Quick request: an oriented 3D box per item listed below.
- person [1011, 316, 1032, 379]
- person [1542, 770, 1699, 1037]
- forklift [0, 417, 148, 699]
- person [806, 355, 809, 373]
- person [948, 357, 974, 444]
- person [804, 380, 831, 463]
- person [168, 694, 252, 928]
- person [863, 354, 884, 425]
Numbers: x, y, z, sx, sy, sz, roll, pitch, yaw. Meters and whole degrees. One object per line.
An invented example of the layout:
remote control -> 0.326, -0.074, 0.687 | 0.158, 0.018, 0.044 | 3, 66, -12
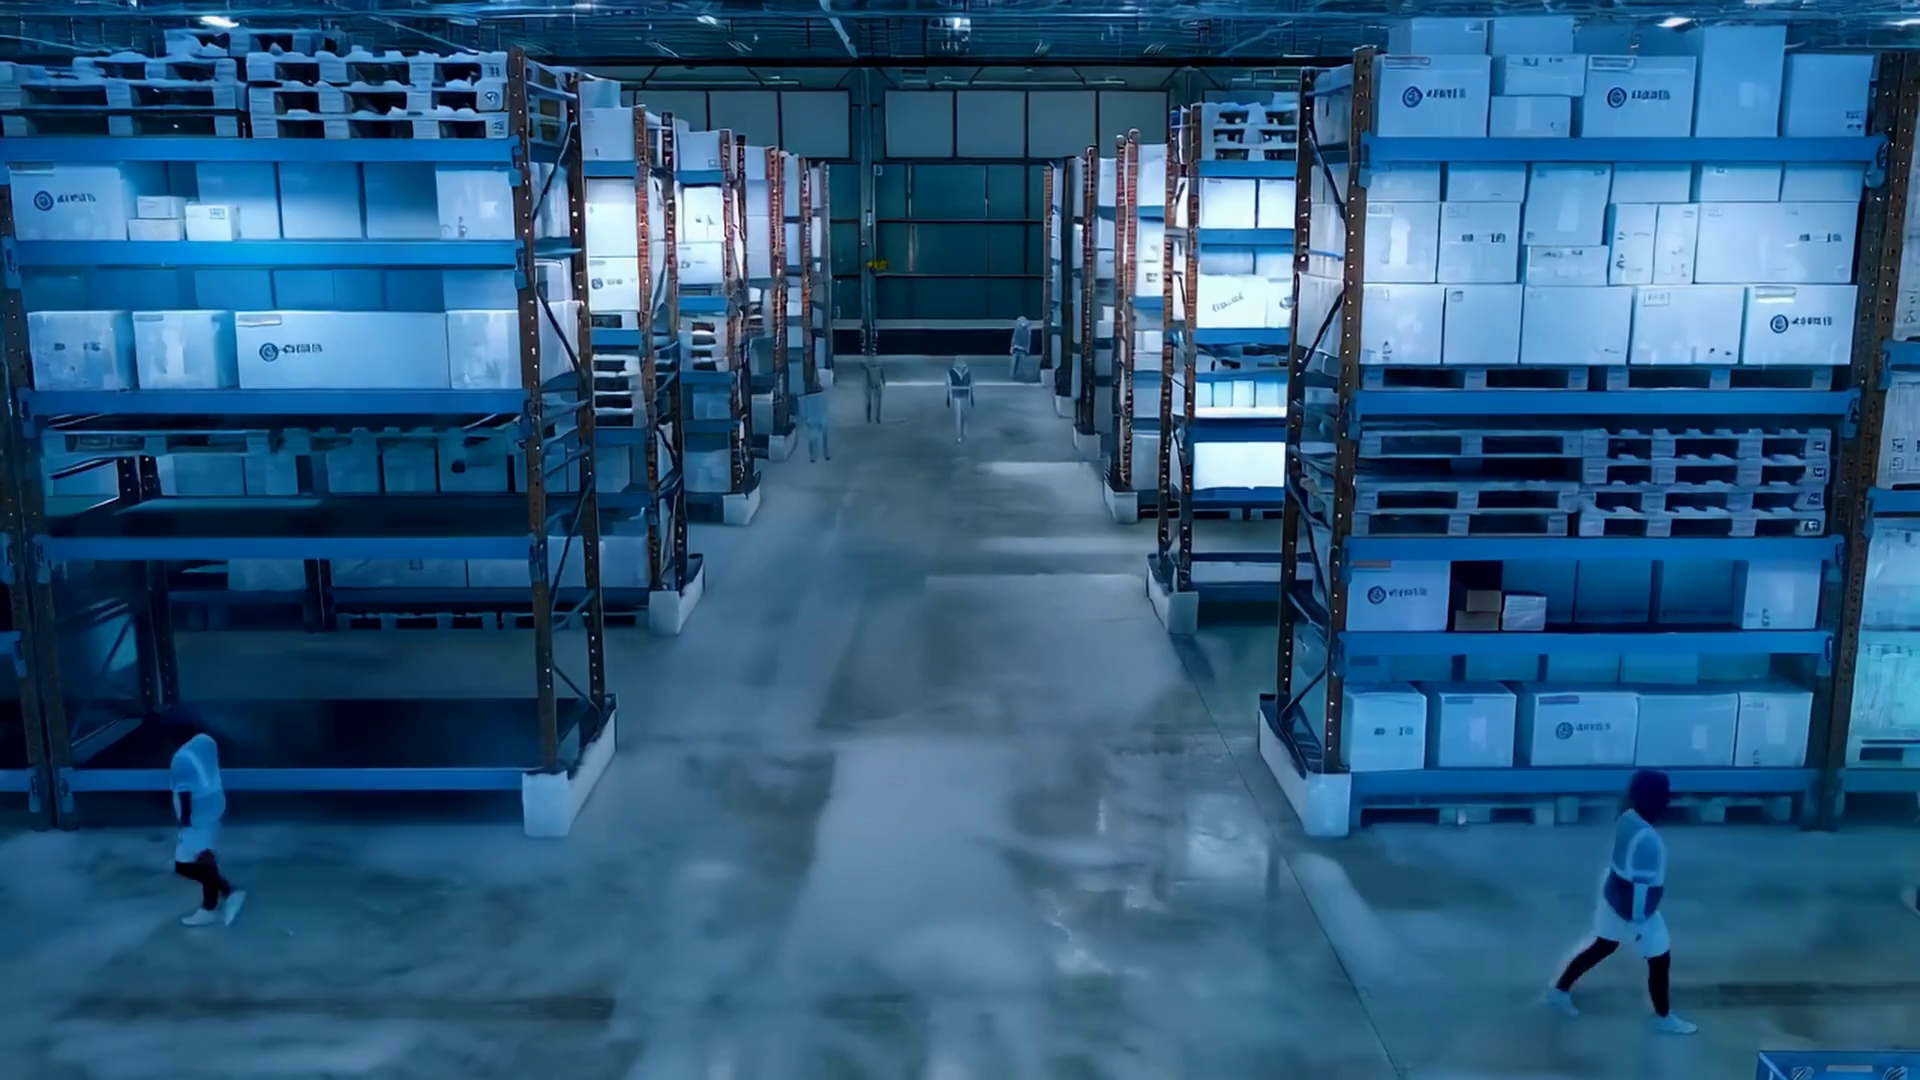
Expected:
person -> 1.795, -5.539, 47.847 | 0.636, 1.807, 0.783 | 7, 13, 31
person -> 3.998, 2.170, 10.002 | 0.874, 1.659, 0.539 | 1, 11, 4
forklift -> -9.387, 0.191, 16.754 | 1.873, 2.768, 1.129 | 0, 11, -1
person -> -4.020, -4.338, 41.602 | 0.596, 1.914, 0.373 | 3, 12, 15
person -> -0.004, -2.963, 35.023 | 0.574, 1.830, 0.595 | -3, 12, -13
person -> -2.786, -2.282, 32.162 | 0.517, 1.614, 0.541 | 4, 12, 20
person -> -5.166, 1.876, 11.383 | 0.435, 1.678, 0.546 | -1, 11, -5
person -> -1.989, -3.469, 38.095 | 0.517, 1.594, 0.849 | -3, 12, -17
